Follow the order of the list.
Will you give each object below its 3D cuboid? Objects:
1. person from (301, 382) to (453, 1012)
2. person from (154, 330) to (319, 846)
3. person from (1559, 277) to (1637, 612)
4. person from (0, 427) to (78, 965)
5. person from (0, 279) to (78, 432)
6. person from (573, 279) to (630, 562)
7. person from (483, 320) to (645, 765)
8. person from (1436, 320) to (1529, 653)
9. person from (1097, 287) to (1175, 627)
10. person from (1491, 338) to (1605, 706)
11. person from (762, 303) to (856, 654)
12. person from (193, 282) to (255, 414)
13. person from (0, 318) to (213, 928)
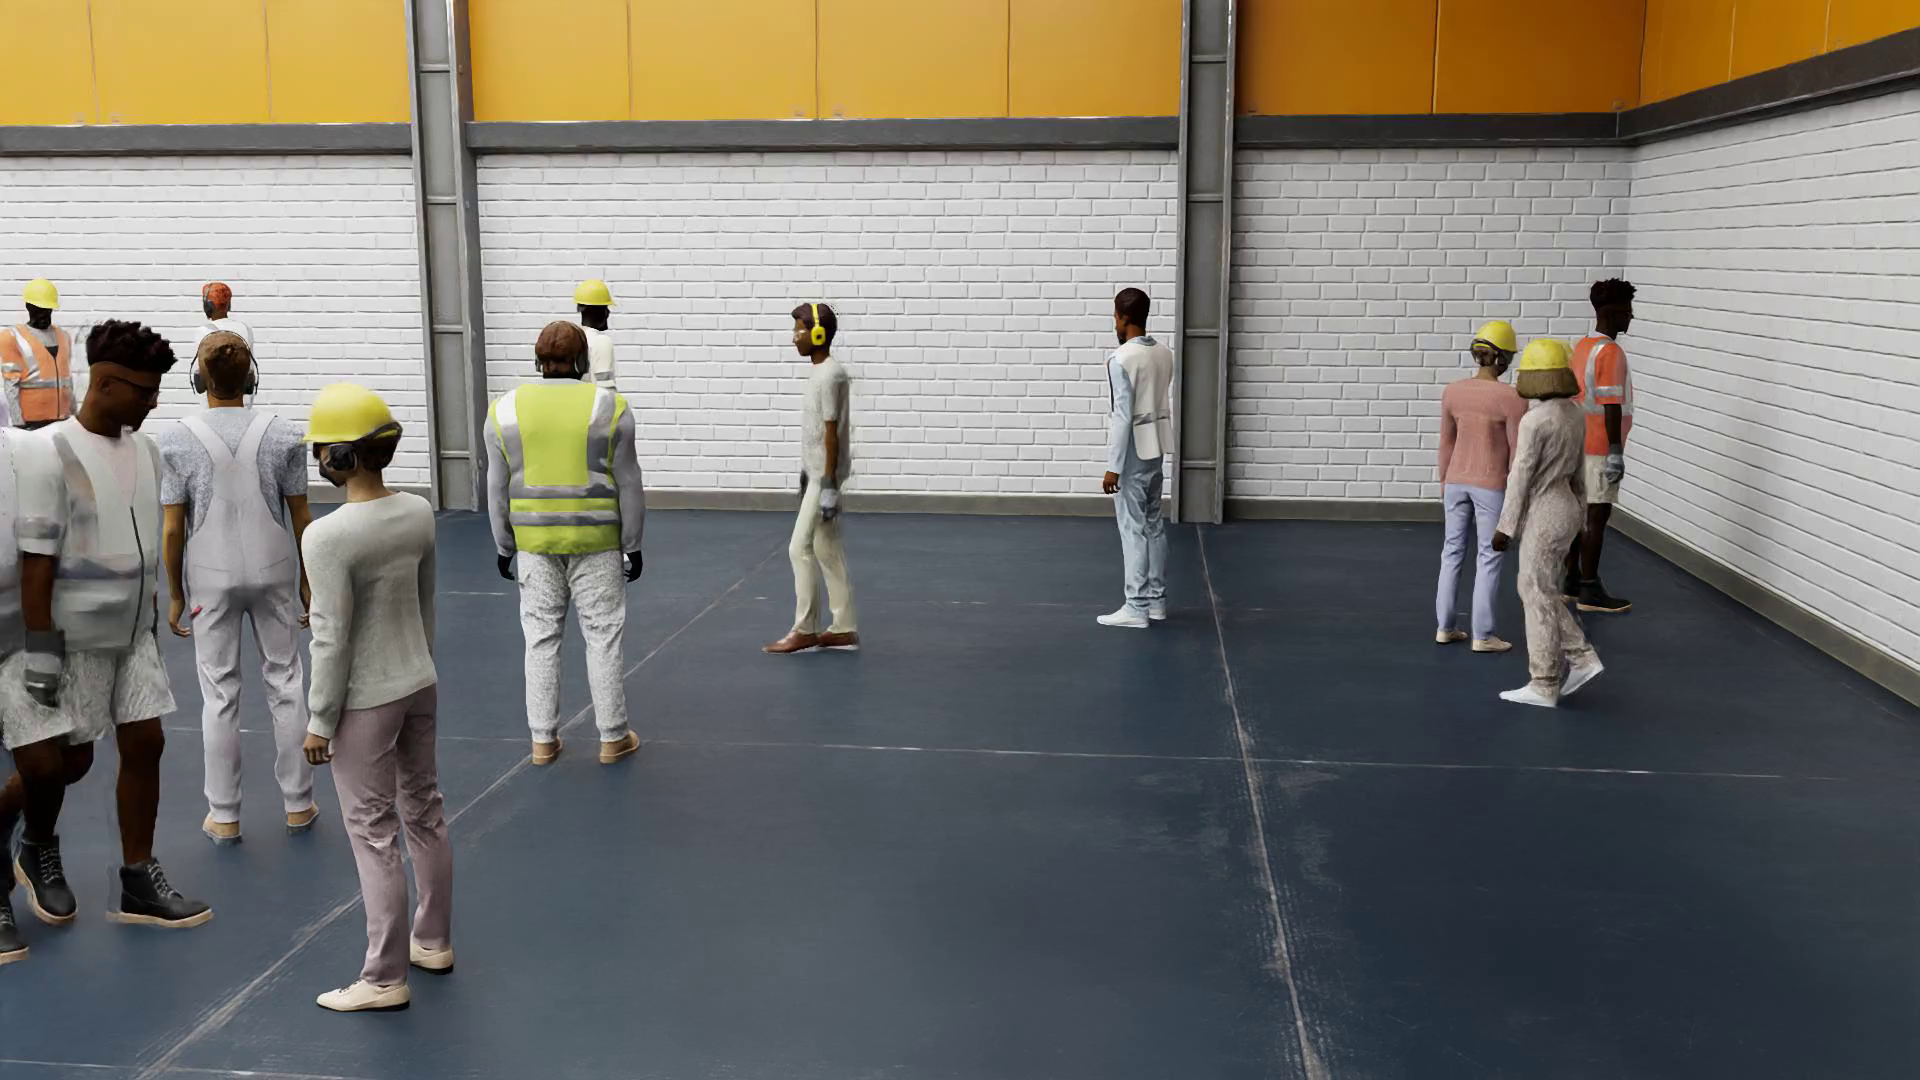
[{"bbox_3d":[-1.650,0.441,4.675,0.308,1.769,0.525,3,10,15],"label":"person"},{"bbox_3d":[-2.579,0.174,5.975,0.507,1.846,0.343,-5,11,-28],"label":"person"},{"bbox_3d":[3.787,-0.564,9.852,0.367,1.966,0.607,0,10,0],"label":"person"},{"bbox_3d":[-2.915,0.316,4.921,0.623,1.938,0.456,-8,13,-38],"label":"person"},{"bbox_3d":[-6.560,-0.905,11.945,0.381,1.918,0.584,3,10,18],"label":"person"},{"bbox_3d":[-2.496,-0.800,11.314,0.387,1.927,0.589,-9,14,-43],"label":"person"},{"bbox_3d":[-1.615,0.017,6.892,0.634,1.839,0.429,0,10,-1],"label":"person"},{"bbox_3d":[2.776,-0.279,8.825,0.344,1.758,0.532,-8,13,-38],"label":"person"},{"bbox_3d":[1.014,-0.461,9.407,0.373,1.915,0.594,7,12,33],"label":"person"},{"bbox_3d":[2.714,-0.068,7.715,0.400,1.723,0.483,9,13,42],"label":"person"},{"bbox_3d":[-0.789,-0.312,8.744,0.503,1.849,0.582,-1,10,-4],"label":"person"},{"bbox_3d":[-5.576,-1.009,12.637,0.343,1.882,0.585,3,10,16],"label":"person"},{"bbox_3d":[-2.790,0.271,5.214,0.784,1.920,0.667,2,10,14],"label":"person"}]
